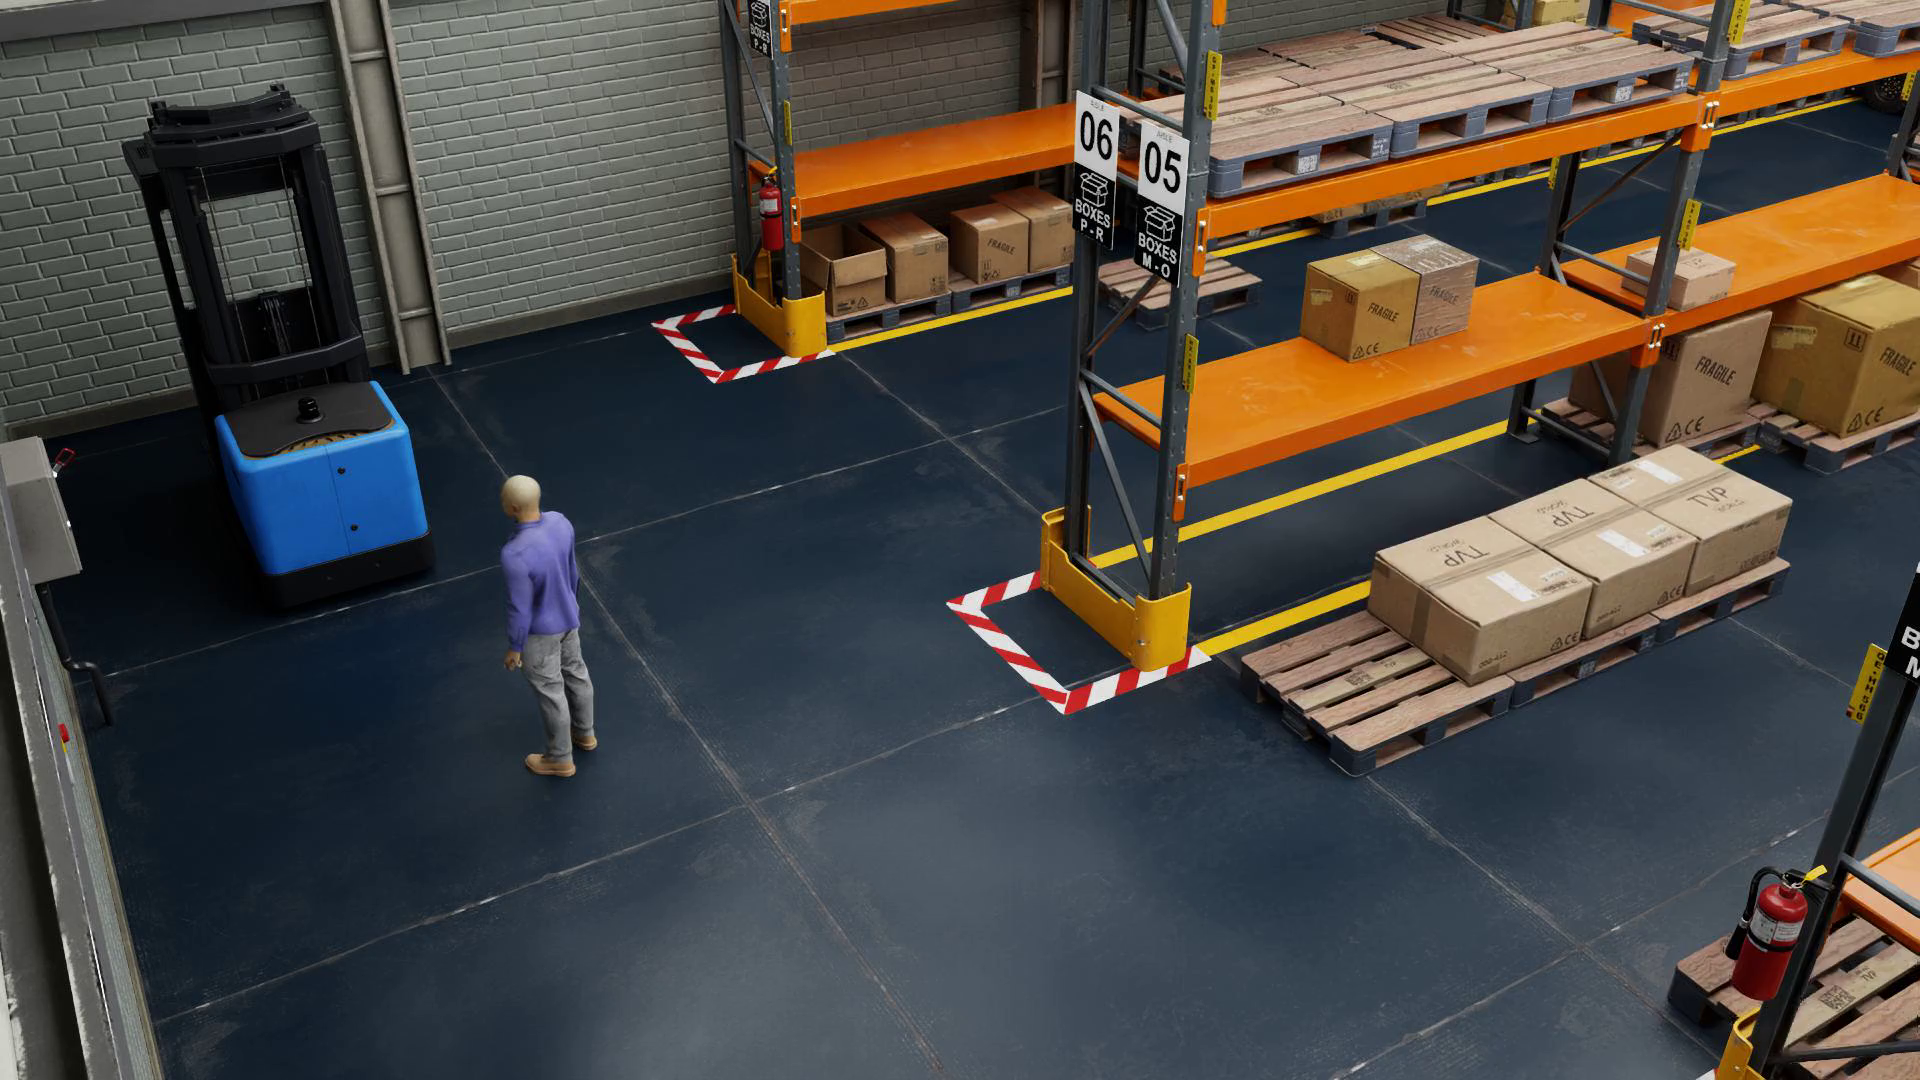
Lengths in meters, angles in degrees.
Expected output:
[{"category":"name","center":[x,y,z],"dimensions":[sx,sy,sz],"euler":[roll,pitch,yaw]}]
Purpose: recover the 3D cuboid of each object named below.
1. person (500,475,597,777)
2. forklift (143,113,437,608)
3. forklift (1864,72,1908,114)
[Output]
[{"category":"person","center":[-2.168,0.450,8.759],"dimensions":[0.395,1.800,0.588],"euler":[12,34,18]},{"category":"forklift","center":[-4.289,-1.259,10.509],"dimensions":[1.129,2.768,1.873],"euler":[-17,36,-26]},{"category":"forklift","center":[11.468,-5.645,18.244],"dimensions":[1.214,2.155,2.313],"euler":[-17,36,-26]}]
